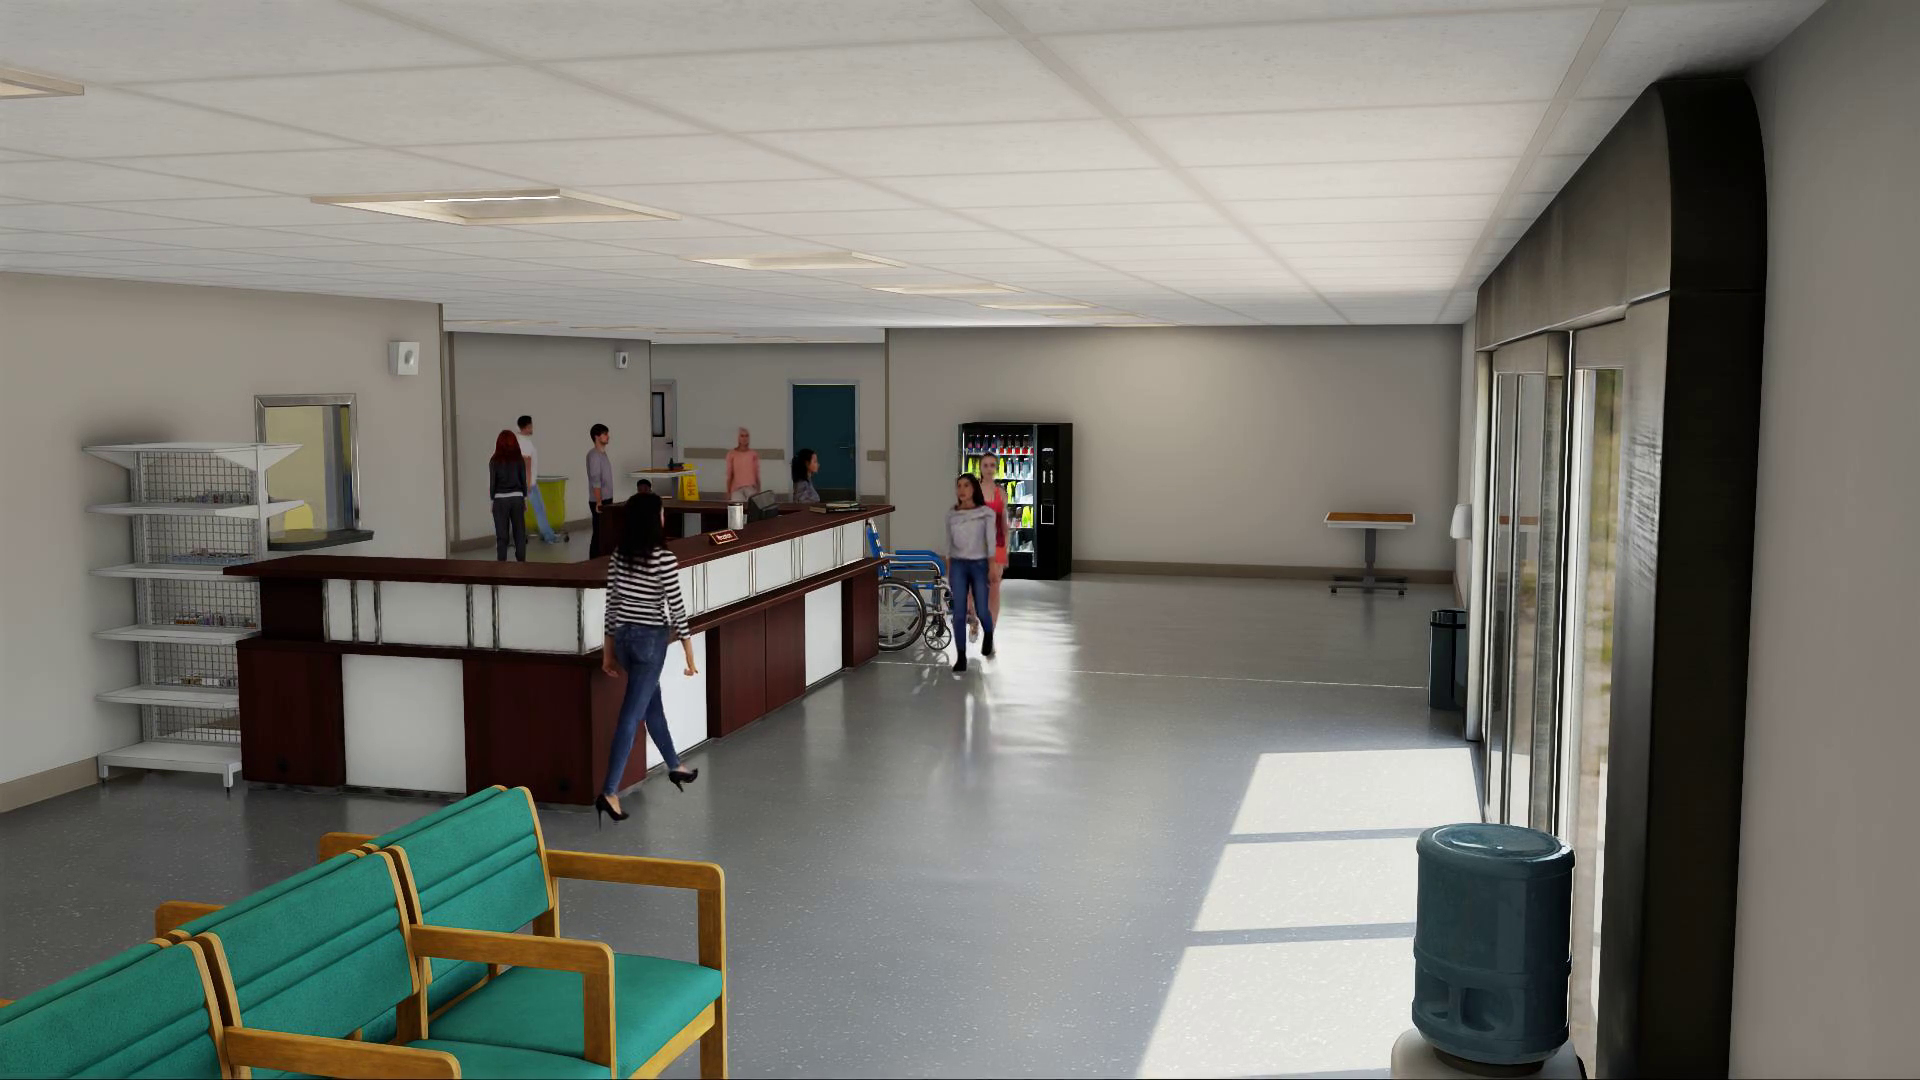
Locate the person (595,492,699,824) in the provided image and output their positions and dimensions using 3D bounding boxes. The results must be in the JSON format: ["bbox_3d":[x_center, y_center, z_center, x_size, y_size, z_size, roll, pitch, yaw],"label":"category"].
[{"bbox_3d":[-1.765,0.667,8.913,1.125,1.739,0.874,3,7,30],"label":"person"}]

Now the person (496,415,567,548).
[{"bbox_3d":[-6.043,-0.742,22.720,1.181,1.796,1.253,-5,7,-40],"label":"person"}]

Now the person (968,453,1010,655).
[{"bbox_3d":[0.214,0.101,14.575,0.749,1.748,0.774,-1,6,-8],"label":"person"}]

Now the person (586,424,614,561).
[{"bbox_3d":[-4.241,-0.454,19.611,0.632,1.844,0.710,0,6,0],"label":"person"}]

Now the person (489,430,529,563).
[{"bbox_3d":[-5.275,-0.403,19.445,0.615,1.777,0.711,-2,6,-19],"label":"person"}]

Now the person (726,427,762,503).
[{"bbox_3d":[-2.924,-0.642,22.229,1.039,1.694,1.072,-3,6,-27],"label":"person"}]

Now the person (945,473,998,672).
[{"bbox_3d":[0.117,0.265,13.649,0.932,1.608,0.666,2,6,16],"label":"person"}]

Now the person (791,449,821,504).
[{"bbox_3d":[-1.552,0.028,15.627,1.217,1.684,0.892,0,6,-3],"label":"person"}]
